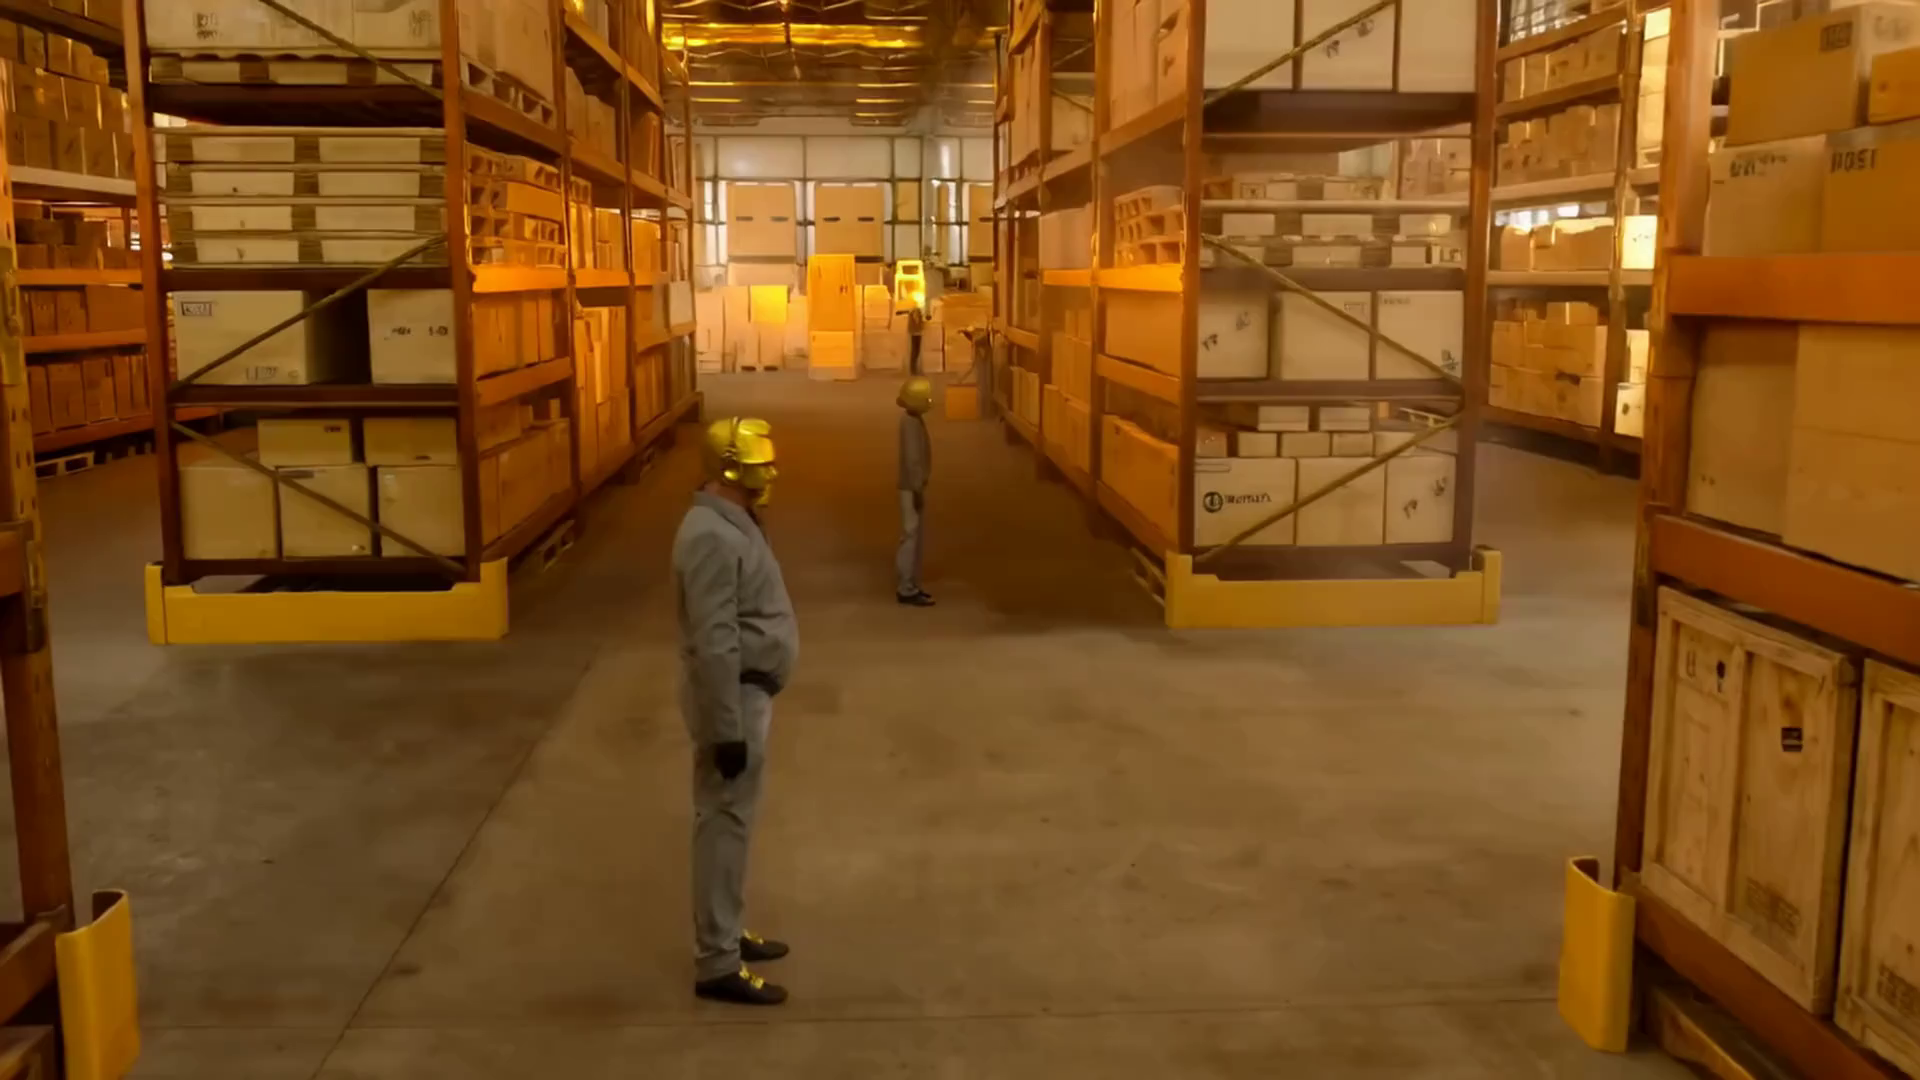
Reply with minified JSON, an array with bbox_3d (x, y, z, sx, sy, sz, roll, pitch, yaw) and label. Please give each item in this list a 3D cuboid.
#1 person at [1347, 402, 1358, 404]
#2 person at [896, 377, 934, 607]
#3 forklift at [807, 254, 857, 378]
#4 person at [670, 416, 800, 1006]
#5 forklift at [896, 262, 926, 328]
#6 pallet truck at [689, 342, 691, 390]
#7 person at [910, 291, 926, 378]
[{"bbox_3d":[5.654,-2.384,23.847,0.403,1.906,0.651,-1,9,-4],"label":"person"},{"bbox_3d":[-0.324,-0.347,11.913,0.266,1.631,0.507,-1,9,-4],"label":"person"},{"bbox_3d":[-2.942,-5.145,38.138,1.129,2.768,1.873,-1,9,-4],"label":"forklift"},{"bbox_3d":[-0.725,0.545,5.464,0.403,1.904,0.651,-1,9,-4],"label":"person"},{"bbox_3d":[-1.780,-8.547,59.499,1.129,2.768,1.873,-1,9,-4],"label":"forklift"},{"bbox_3d":[-5.225,-3.008,27.480,1.885,1.965,0.823,2,9,14],"label":"pallet truck"},{"bbox_3d":[-0.956,-4.701,38.119,0.396,1.992,0.622,-1,9,-4],"label":"person"}]
